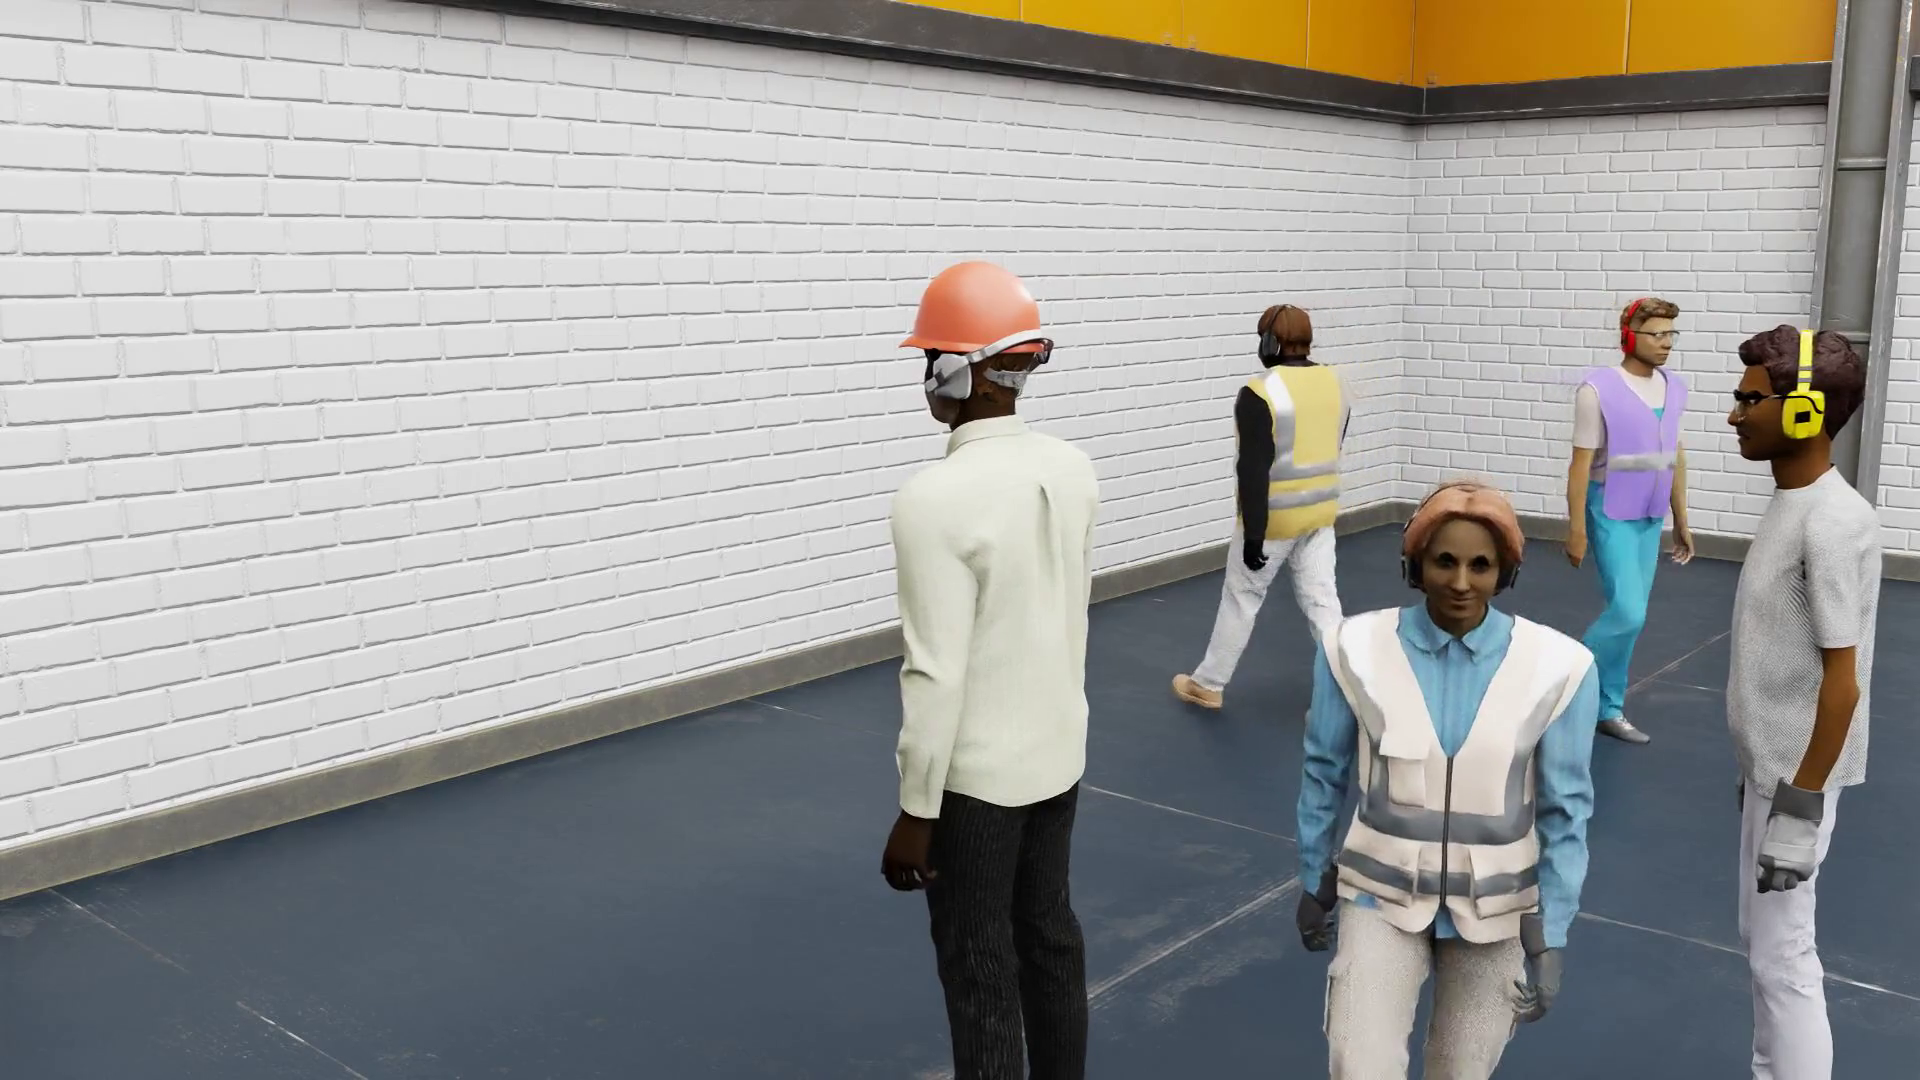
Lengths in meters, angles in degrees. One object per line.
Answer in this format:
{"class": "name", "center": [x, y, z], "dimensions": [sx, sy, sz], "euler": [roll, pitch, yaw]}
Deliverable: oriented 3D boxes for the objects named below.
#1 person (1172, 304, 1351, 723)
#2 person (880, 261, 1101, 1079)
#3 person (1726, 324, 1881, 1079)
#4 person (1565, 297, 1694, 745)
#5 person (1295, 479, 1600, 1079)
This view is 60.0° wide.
{"class": "person", "center": [1.360, -0.102, 7.084], "dimensions": [0.639, 1.792, 0.937], "euler": [-7, 12, -33]}
{"class": "person", "center": [0.051, 0.448, 3.357], "dimensions": [0.387, 1.996, 0.611], "euler": [7, 12, 35]}
{"class": "person", "center": [1.696, 0.495, 3.455], "dimensions": [0.310, 1.868, 0.532], "euler": [3, 11, 19]}
{"class": "person", "center": [2.716, -0.065, 6.765], "dimensions": [0.572, 1.830, 0.442], "euler": [-6, 12, -32]}
{"class": "person", "center": [0.853, 0.699, 2.989], "dimensions": [0.509, 1.614, 0.572], "euler": [2, 10, 14]}
